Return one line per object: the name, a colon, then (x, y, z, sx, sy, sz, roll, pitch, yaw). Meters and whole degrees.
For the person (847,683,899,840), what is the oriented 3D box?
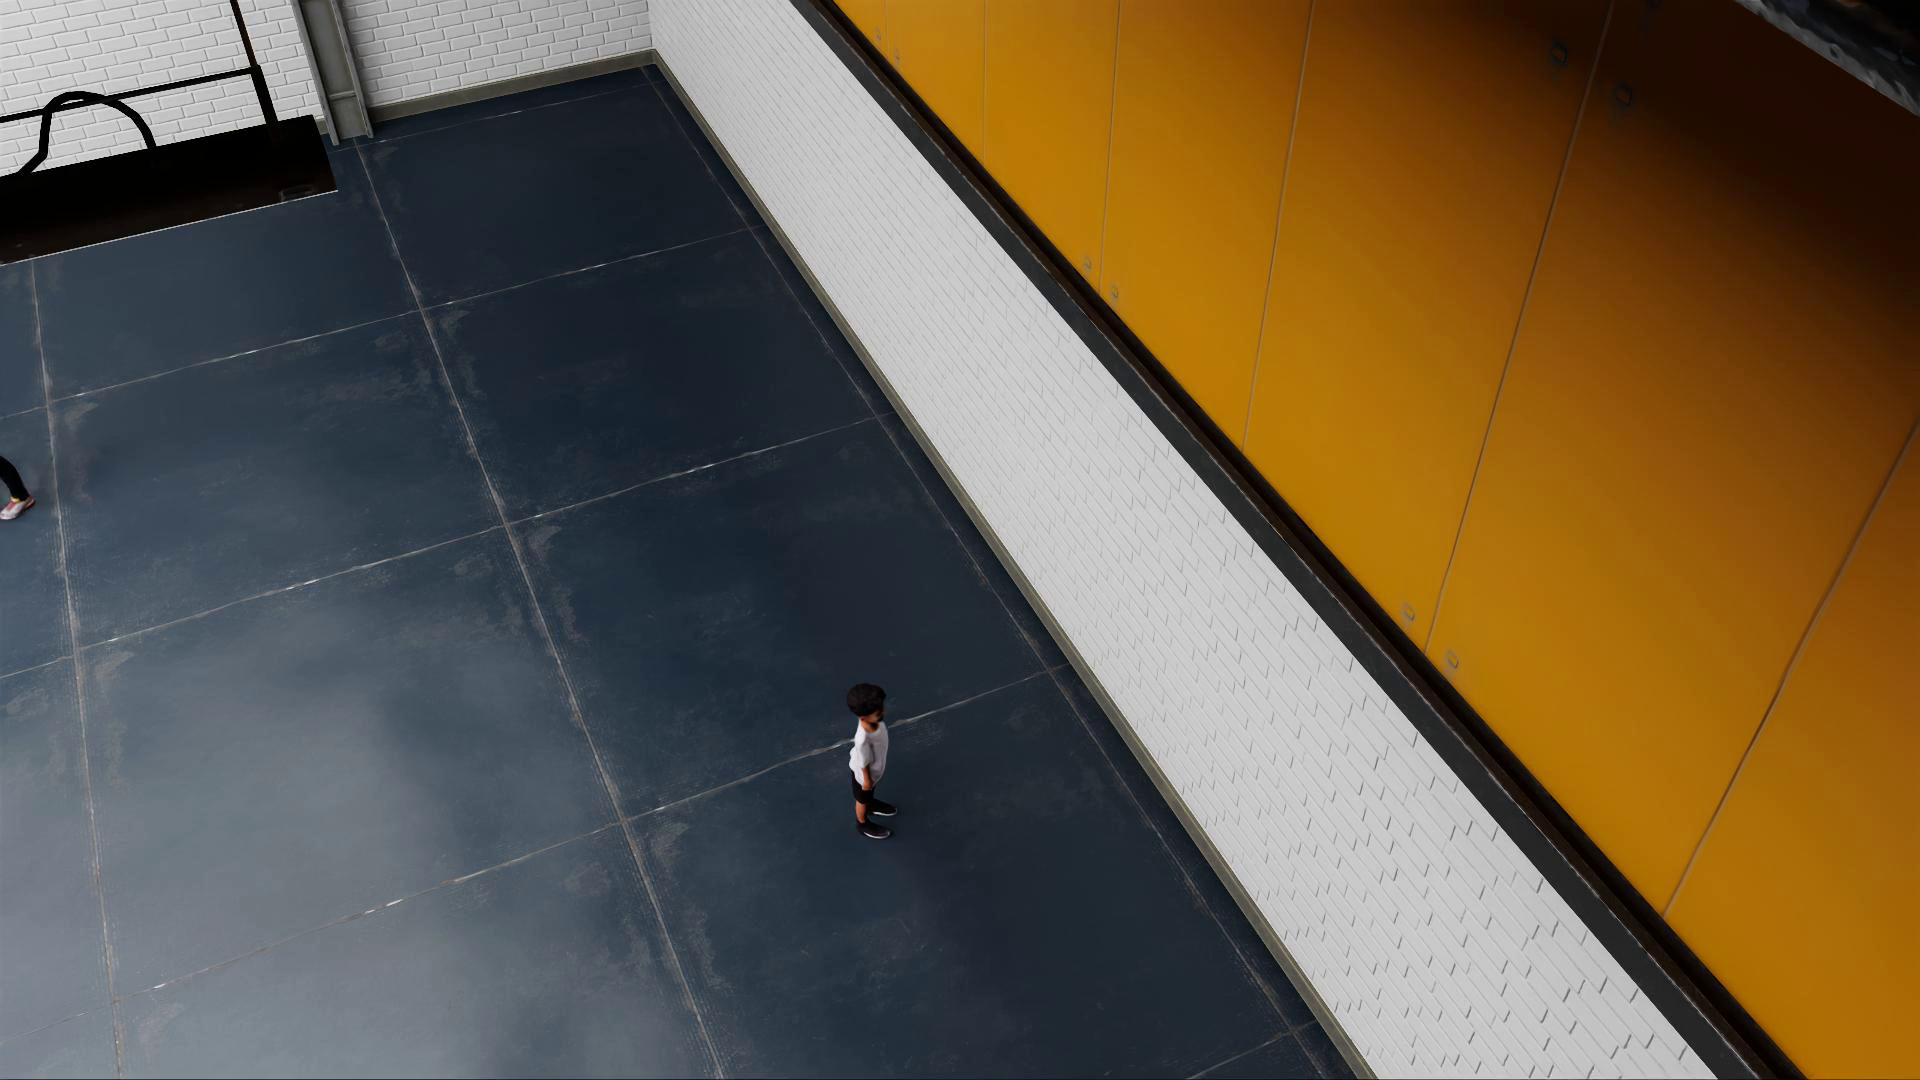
person: (-0.558, 1.304, 9.977, 0.612, 1.257, 0.566, 6, 44, 7)
